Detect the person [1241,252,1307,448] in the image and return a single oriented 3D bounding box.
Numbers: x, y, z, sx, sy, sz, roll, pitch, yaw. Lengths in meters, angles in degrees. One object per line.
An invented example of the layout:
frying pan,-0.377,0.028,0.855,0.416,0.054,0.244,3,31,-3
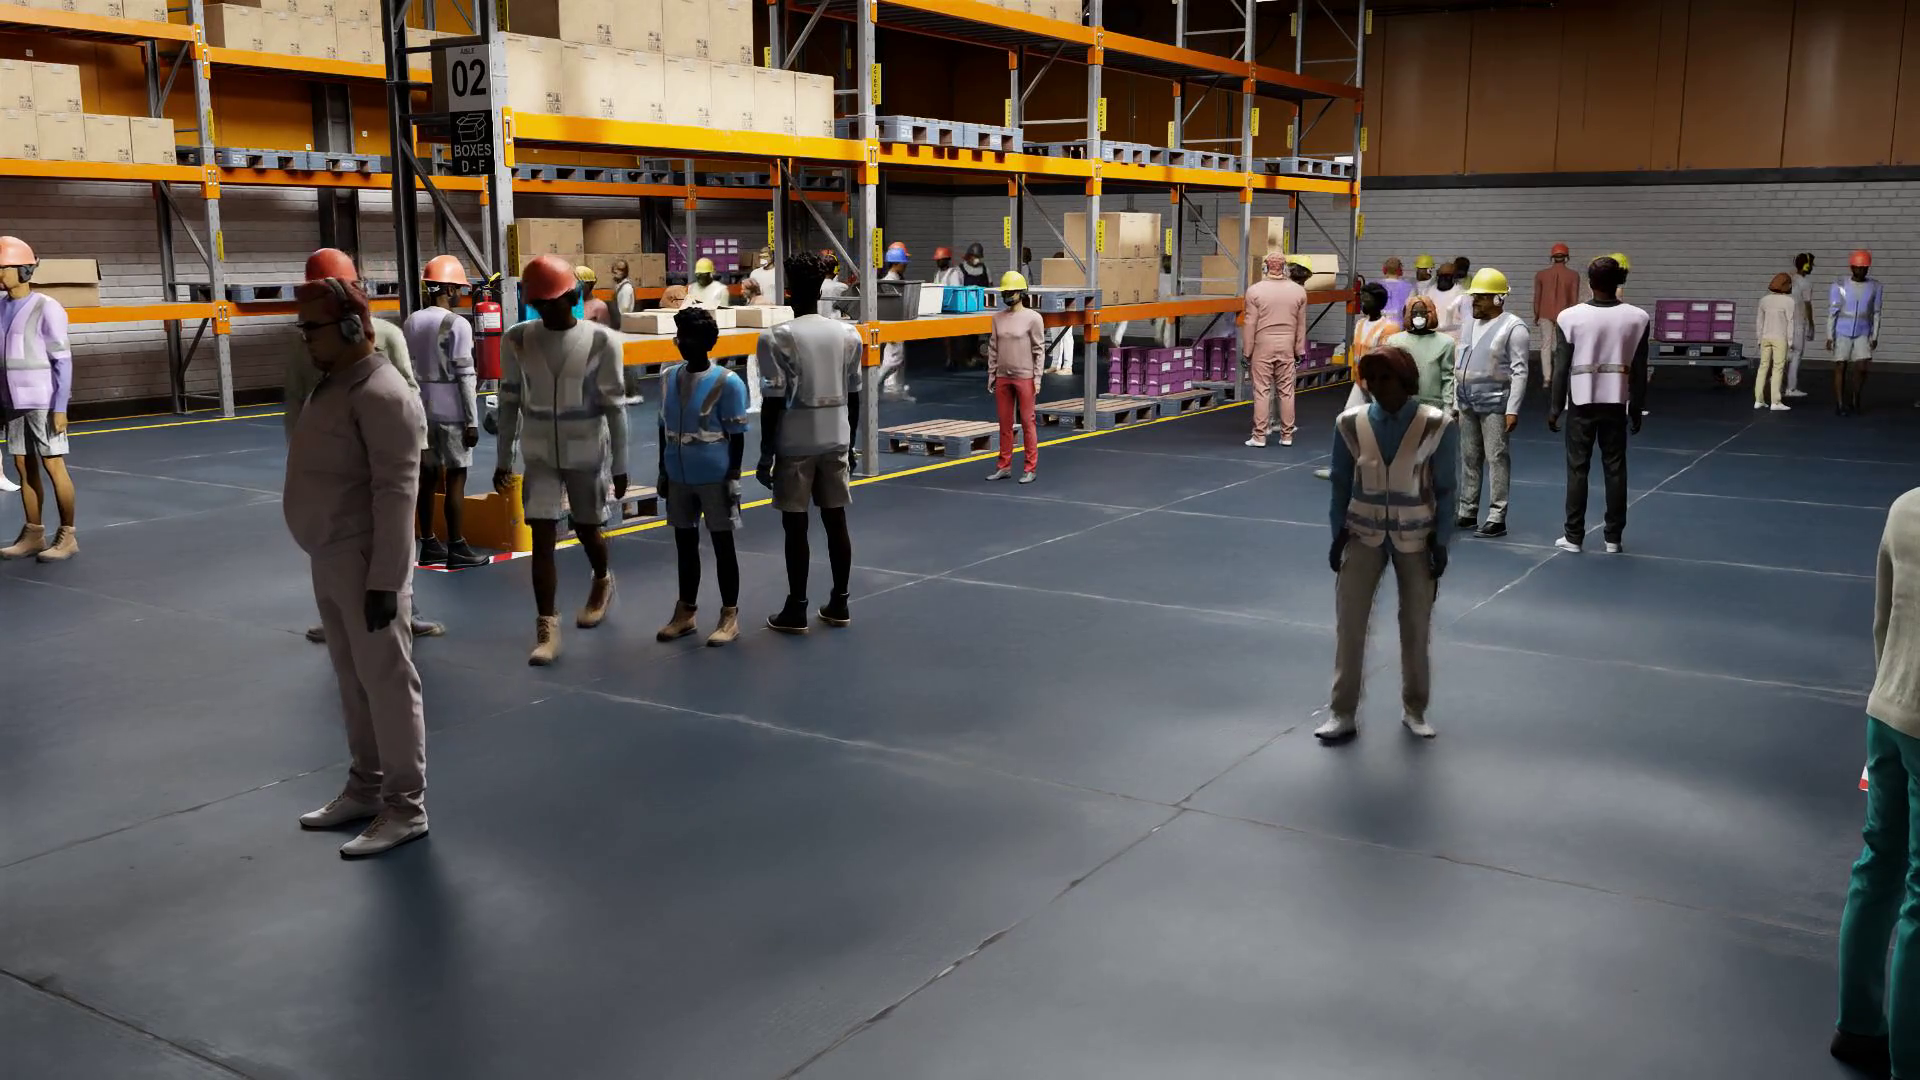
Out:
person,3.051,-1.854,16.275,0.651,1.906,0.404,-2,10,-13

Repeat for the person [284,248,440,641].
person,-3.009,-0.451,8.319,0.709,1.985,0.419,-2,10,-9

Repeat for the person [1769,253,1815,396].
person,10.818,-2.773,21.491,0.385,1.856,0.563,-2,10,-11

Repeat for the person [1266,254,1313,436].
person,3.343,-2.010,17.248,0.383,1.878,0.730,9,13,40

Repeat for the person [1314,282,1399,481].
person,3.297,-1.270,13.671,0.770,1.663,0.553,-5,11,-24

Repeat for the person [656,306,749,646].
person,-1.301,-0.316,8.330,0.530,1.697,0.321,6,12,28

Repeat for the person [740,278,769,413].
person,-2.250,-2.270,19.469,0.617,1.591,0.522,-7,13,-35

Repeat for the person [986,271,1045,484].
person,0.451,-1.350,13.875,0.533,1.767,0.326,7,12,34

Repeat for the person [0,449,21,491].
person,-7.836,-1.303,13.225,0.407,1.908,0.641,4,11,21

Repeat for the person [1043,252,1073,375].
person,1.510,-3.411,25.083,0.429,1.843,0.633,-6,12,-31

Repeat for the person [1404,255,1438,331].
person,6.235,-2.919,22.400,0.593,1.826,0.403,9,13,40

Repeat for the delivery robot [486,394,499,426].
delivery robot,-4.544,-1.414,17.314,0.707,0.478,0.477,-8,13,-37

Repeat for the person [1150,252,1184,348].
person,3.160,-3.447,25.255,0.536,1.855,0.624,8,13,37

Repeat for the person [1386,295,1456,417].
person,3.298,-0.947,12.003,0.508,1.632,0.265,3,11,17

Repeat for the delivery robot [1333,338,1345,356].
delivery robot,5.763,-2.768,24.823,0.477,0.478,0.707,2,10,9

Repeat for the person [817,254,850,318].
person,-1.458,-2.257,18.610,0.537,1.869,0.312,2,10,10

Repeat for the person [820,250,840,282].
person,-1.906,-3.265,24.163,0.356,1.883,0.573,-3,11,-14

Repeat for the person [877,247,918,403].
person,-0.842,-2.639,20.553,0.566,1.936,0.624,0,10,1

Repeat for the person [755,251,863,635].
person,-0.781,-0.495,8.580,0.607,1.966,0.367,-8,13,-36

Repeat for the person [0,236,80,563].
person,-5.857,-0.871,10.449,0.609,2.043,0.397,4,11,21

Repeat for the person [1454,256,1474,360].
person,7.066,-3.141,23.725,0.634,1.808,0.863,2,10,12

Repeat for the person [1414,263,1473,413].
person,5.314,-2.146,18.280,1.002,1.783,0.619,-8,13,-38

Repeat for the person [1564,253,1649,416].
person,7.410,-2.346,19.097,0.999,1.884,0.606,3,11,15

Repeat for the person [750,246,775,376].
person,-2.612,-3.056,22.845,0.635,1.937,0.352,4,11,22

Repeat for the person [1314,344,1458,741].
person,1.730,0.023,6.690,0.517,1.612,0.538,5,11,25

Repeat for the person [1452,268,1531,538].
person,3.586,-0.934,11.381,0.404,1.830,0.600,-5,11,-27

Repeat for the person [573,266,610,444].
person,-3.681,-1.812,16.435,0.525,1.769,0.316,6,12,31

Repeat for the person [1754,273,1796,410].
person,9.762,-2.372,19.904,0.265,1.632,0.509,-4,11,-23

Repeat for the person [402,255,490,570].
person,-3.162,-0.782,10.279,0.543,1.932,0.384,6,12,30

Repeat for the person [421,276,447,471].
person,-4.400,-1.288,13.588,0.483,1.745,0.304,6,12,31

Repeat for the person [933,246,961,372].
person,-0.228,-3.506,25.384,0.548,1.919,0.550,-7,12,-34

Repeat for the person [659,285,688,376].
person,-2.479,-1.402,14.525,0.283,1.633,0.501,-2,10,-11

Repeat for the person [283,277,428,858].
person,-2.021,0.086,5.540,0.409,1.904,0.639,-8,13,-38

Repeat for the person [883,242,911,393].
person,-0.846,-2.965,22.188,0.397,1.992,0.621,2,10,8

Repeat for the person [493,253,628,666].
person,-1.969,-0.438,8.274,0.685,1.976,1.018,0,10,-2

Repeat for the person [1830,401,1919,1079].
person,2.301,0.455,3.875,0.313,1.769,0.525,0,10,2

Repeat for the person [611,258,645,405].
person,-4.110,-2.554,20.476,0.354,1.803,0.643,-3,11,-15

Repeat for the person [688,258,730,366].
person,-3.175,-2.672,21.096,0.605,1.803,0.591,4,11,19

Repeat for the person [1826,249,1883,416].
person,10.250,-2.371,19.100,0.569,1.916,0.466,4,11,19

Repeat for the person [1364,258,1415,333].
person,5.251,-2.541,20.404,0.578,1.792,0.971,2,10,12

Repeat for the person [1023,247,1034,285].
person,1.219,-4.504,31.024,0.353,1.884,0.578,-3,11,-15

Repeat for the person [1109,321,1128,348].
person,2.614,-4.050,28.429,0.662,1.910,0.601,4,11,19

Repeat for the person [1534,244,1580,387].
person,8.285,-3.116,23.105,0.614,1.957,0.869,5,11,26

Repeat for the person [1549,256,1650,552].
person,4.136,-0.868,10.785,0.592,1.915,0.370,1,10,7

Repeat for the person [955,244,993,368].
person,0.236,-3.790,26.631,0.675,2.000,1.020,-5,11,-25

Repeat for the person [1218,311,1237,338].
person,4.531,-3.954,27.956,0.682,1.887,0.658,-4,11,-19
